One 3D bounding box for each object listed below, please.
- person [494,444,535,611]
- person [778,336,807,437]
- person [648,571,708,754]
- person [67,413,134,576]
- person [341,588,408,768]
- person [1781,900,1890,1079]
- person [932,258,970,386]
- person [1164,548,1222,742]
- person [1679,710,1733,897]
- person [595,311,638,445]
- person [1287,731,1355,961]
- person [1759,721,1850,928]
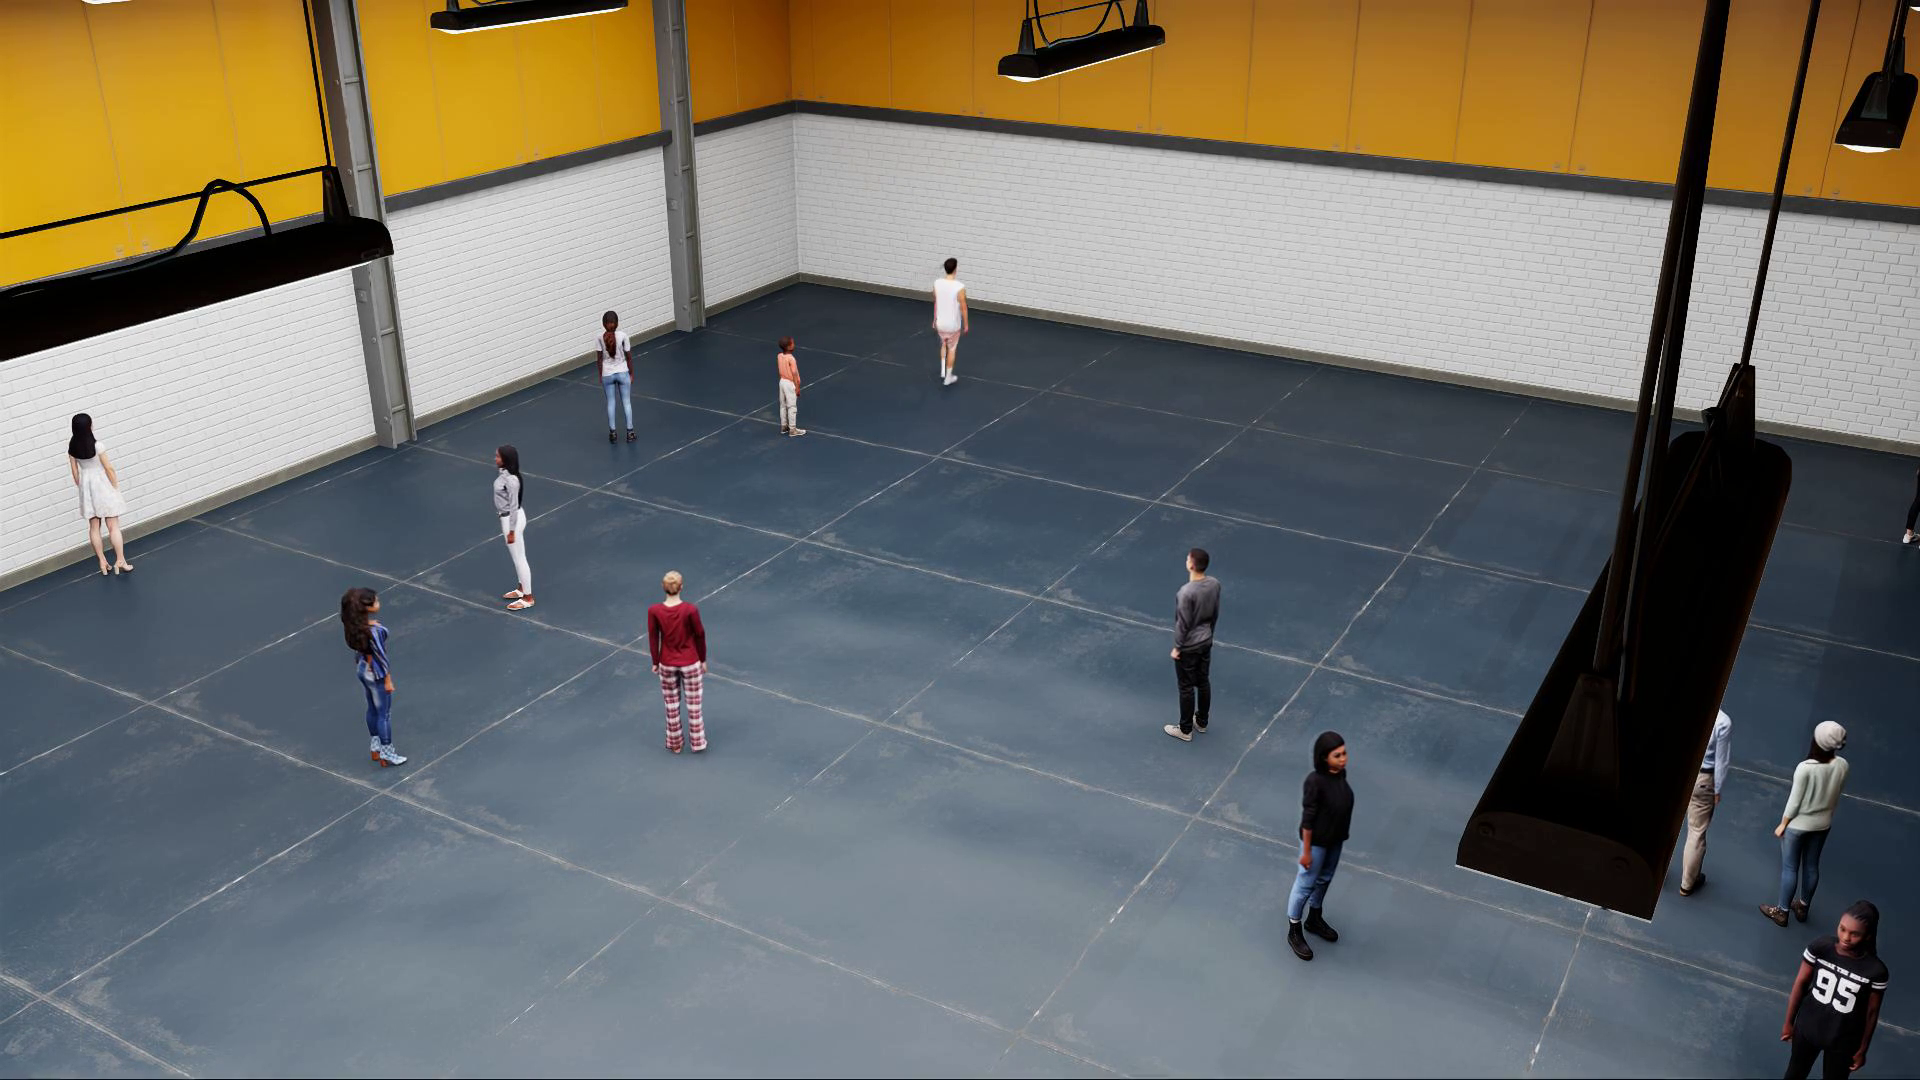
[{"bbox_3d":[-4.484,-0.155,16.684,0.712,1.725,0.671,-9,25,-19],"label":"person"},{"bbox_3d":[-2.210,-1.992,21.402,0.542,1.311,0.542,-21,31,-39],"label":"person"},{"bbox_3d":[-2.367,1.020,14.030,0.683,1.697,0.685,-1,24,-2],"label":"person"},{"bbox_3d":[-9.002,-0.483,17.372,0.763,1.774,0.791,1,24,1],"label":"person"},{"bbox_3d":[-4.882,1.127,13.882,0.664,1.620,0.687,-19,30,-36],"label":"person"},{"bbox_3d":[5.085,2.879,9.736,0.657,1.729,0.628,19,30,37],"label":"person"},{"bbox_3d":[-0.199,-3.011,23.157,0.671,1.772,0.669,11,26,24],"label":"person"},{"bbox_3d":[2.011,0.884,14.262,0.613,1.760,0.752,-17,29,-33],"label":"person"},{"bbox_3d":[5.338,1.748,12.177,0.661,1.848,0.628,16,28,33],"label":"person"},{"bbox_3d":[-4.363,-2.076,21.085,0.669,1.719,0.701,-3,24,-6],"label":"person"},{"bbox_3d":[2.515,2.090,11.577,0.577,1.701,0.701,-19,30,-37],"label":"person"},{"bbox_3d":[6.041,2.003,11.847,0.640,1.644,0.692,-5,24,-11],"label":"person"}]
